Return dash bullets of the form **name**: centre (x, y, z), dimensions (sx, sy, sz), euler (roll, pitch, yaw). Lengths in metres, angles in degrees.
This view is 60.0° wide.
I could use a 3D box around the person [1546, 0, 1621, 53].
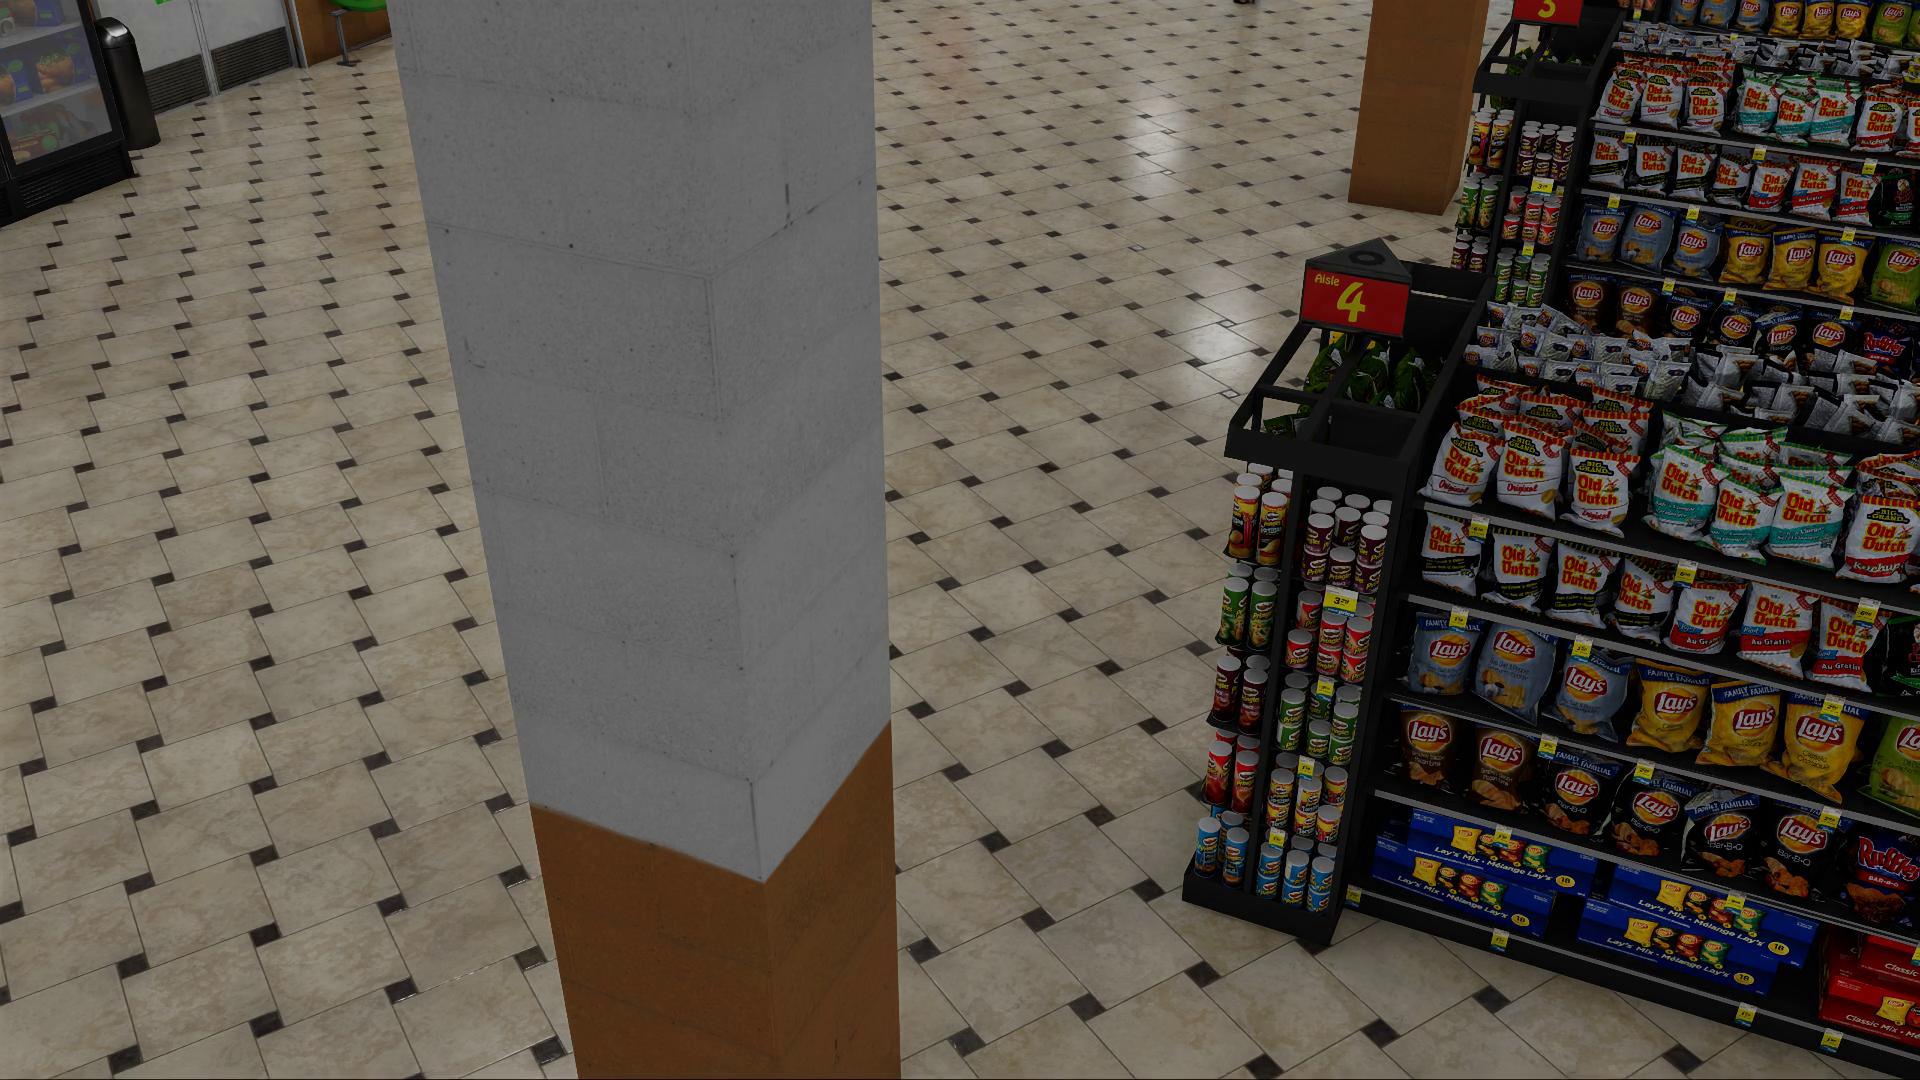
- **person**: centre (4.603, -3.404, 12.284), dimensions (1.130, 1.565, 1.214), euler (-12, 34, -18)
